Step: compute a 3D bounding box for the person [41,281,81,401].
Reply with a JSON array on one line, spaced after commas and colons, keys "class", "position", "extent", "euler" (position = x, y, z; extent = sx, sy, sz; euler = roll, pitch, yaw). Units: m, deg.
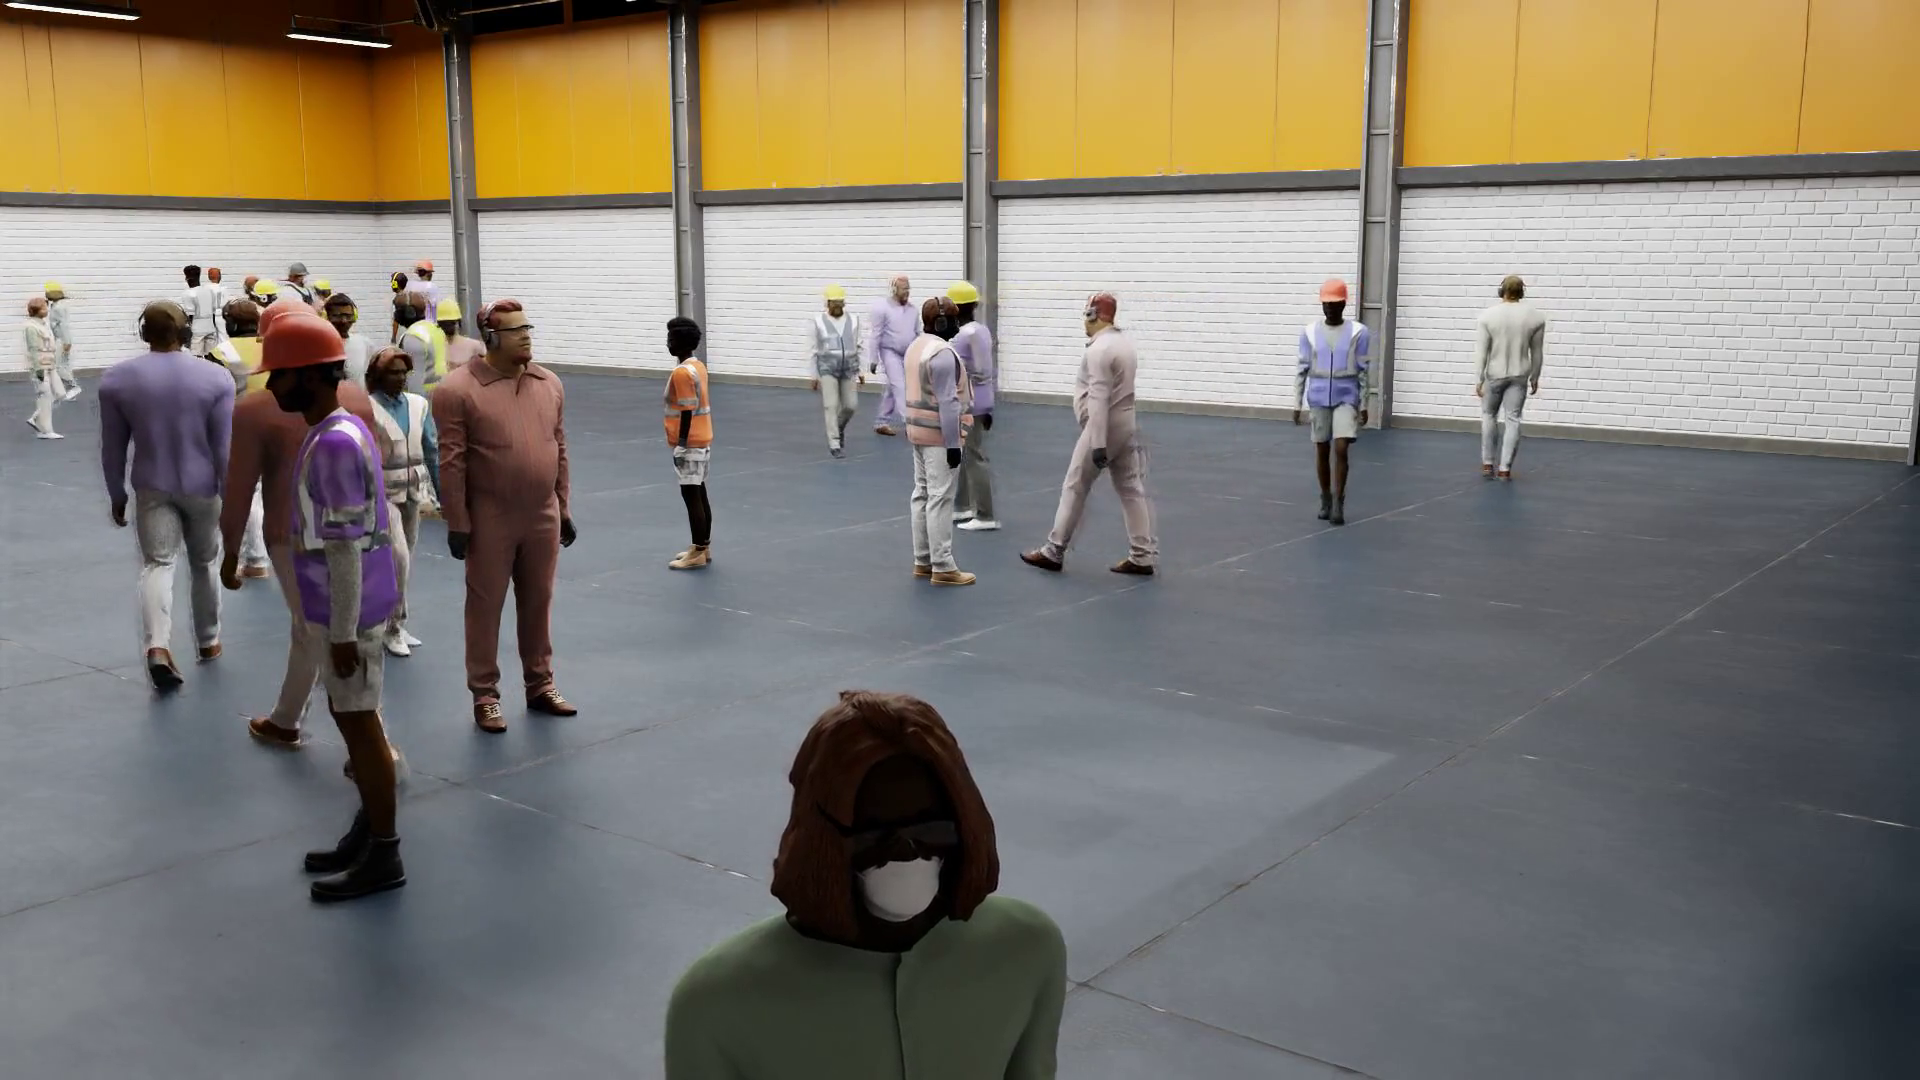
[{"class": "person", "position": [-12.928, -2.850, 23.879], "extent": [0.388, 1.727, 0.512], "euler": [-7, 12, -37]}]

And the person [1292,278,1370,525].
[{"class": "person", "position": [2.886, -1.074, 13.007], "extent": [0.578, 1.908, 0.794], "euler": [3, 10, 19]}]

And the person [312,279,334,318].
[{"class": "person", "position": [-9.294, -2.954, 24.418], "extent": [0.485, 1.747, 0.556], "euler": [-7, 12, -36]}]

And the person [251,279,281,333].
[{"class": "person", "position": [-7.693, -1.985, 18.556], "extent": [0.404, 1.836, 0.590], "euler": [-3, 10, -18]}]

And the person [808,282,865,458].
[{"class": "person", "position": [-1.304, -1.779, 17.401], "extent": [0.603, 1.820, 0.550], "euler": [-4, 11, -22]}]

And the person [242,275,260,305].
[{"class": "person", "position": [-8.800, -2.384, 20.825], "extent": [0.583, 1.857, 0.839], "euler": [-9, 13, -42]}]

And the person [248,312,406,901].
[{"class": "person", "position": [-2.066, 0.221, 5.468], "extent": [0.415, 1.926, 0.557], "euler": [-3, 10, -18]}]

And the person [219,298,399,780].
[{"class": "person", "position": [-2.646, -0.014, 6.811], "extent": [1.075, 1.944, 0.626], "euler": [6, 12, 33]}]

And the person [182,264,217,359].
[{"class": "person", "position": [-11.075, -3.021, 24.216], "extent": [0.368, 1.964, 0.603], "euler": [3, 10, 16]}]

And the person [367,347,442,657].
[{"class": "person", "position": [-2.949, -0.202, 8.796], "extent": [0.540, 1.621, 0.532], "euler": [5, 11, 28]}]

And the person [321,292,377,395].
[{"class": "person", "position": [-4.372, -0.829, 11.817], "extent": [0.460, 1.847, 0.494], "euler": [9, 13, 43]}]

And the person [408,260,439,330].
[{"class": "person", "position": [-8.489, -3.457, 26.614], "extent": [0.632, 2.031, 0.683], "euler": [5, 11, 25]}]

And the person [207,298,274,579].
[{"class": "person", "position": [-4.604, -0.654, 10.874], "extent": [0.435, 1.827, 0.626], "euler": [7, 12, 36]}]

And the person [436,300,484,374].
[{"class": "person", "position": [-4.192, -1.109, 13.767], "extent": [0.515, 1.721, 0.857], "euler": [-1, 10, -5]}]

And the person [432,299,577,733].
[{"class": "person", "position": [-2.003, -0.115, 7.448], "extent": [0.410, 1.913, 0.651], "euler": [9, 13, 42]}]

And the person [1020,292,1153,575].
[{"class": "person", "position": [0.866, -0.696, 11.000], "extent": [0.988, 1.851, 0.657], "euler": [5, 11, 26]}]

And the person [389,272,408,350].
[{"class": "person", "position": [-7.605, -2.711, 22.681], "extent": [0.329, 1.872, 0.511], "euler": [3, 10, 17]}]

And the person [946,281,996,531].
[{"class": "person", "position": [-0.001, -1.017, 12.723], "extent": [0.670, 1.903, 0.605], "euler": [3, 10, 15]}]

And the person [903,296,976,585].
[{"class": "person", "position": [-0.126, -0.635, 10.681], "extent": [0.430, 1.845, 0.619], "euler": [-4, 10, -21]}]

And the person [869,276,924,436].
[{"class": "person", "position": [-0.660, -2.094, 19.137], "extent": [0.664, 1.847, 1.010], "euler": [-10, 14, -44]}]

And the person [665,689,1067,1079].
[{"class": "person", "position": [-0.091, 0.967, 1.956], "extent": [0.508, 1.632, 0.265], "euler": [-5, 11, -26]}]

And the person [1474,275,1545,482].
[{"class": "person", "position": [5.143, -1.528, 15.669], "extent": [0.647, 1.906, 0.819], "euler": [1, 10, 8]}]

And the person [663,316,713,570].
[{"class": "person", "position": [-1.828, -0.649, 11.180], "extent": [0.316, 1.695, 0.542], "euler": [0, 10, 2]}]

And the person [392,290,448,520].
[{"class": "person", "position": [-4.279, -1.043, 13.089], "extent": [0.480, 1.827, 0.642], "euler": [0, 10, 2]}]

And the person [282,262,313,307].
[{"class": "person", "position": [-10.501, -3.423, 26.335], "extent": [1.015, 2.000, 0.689], "euler": [-1, 10, -5]}]

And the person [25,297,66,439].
[{"class": "person", "position": [-10.452, -1.955, 18.985], "extent": [0.370, 1.623, 0.534], "euler": [-2, 10, -11]}]

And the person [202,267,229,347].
[{"class": "person", "position": [-13.021, -3.835, 29.192], "extent": [0.575, 1.882, 0.356], "euler": [2, 10, 13]}]

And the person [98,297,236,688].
[{"class": "person", "position": [-3.901, -0.244, 8.239], "extent": [0.640, 1.908, 0.959], "euler": [-3, 10, -16]}]
